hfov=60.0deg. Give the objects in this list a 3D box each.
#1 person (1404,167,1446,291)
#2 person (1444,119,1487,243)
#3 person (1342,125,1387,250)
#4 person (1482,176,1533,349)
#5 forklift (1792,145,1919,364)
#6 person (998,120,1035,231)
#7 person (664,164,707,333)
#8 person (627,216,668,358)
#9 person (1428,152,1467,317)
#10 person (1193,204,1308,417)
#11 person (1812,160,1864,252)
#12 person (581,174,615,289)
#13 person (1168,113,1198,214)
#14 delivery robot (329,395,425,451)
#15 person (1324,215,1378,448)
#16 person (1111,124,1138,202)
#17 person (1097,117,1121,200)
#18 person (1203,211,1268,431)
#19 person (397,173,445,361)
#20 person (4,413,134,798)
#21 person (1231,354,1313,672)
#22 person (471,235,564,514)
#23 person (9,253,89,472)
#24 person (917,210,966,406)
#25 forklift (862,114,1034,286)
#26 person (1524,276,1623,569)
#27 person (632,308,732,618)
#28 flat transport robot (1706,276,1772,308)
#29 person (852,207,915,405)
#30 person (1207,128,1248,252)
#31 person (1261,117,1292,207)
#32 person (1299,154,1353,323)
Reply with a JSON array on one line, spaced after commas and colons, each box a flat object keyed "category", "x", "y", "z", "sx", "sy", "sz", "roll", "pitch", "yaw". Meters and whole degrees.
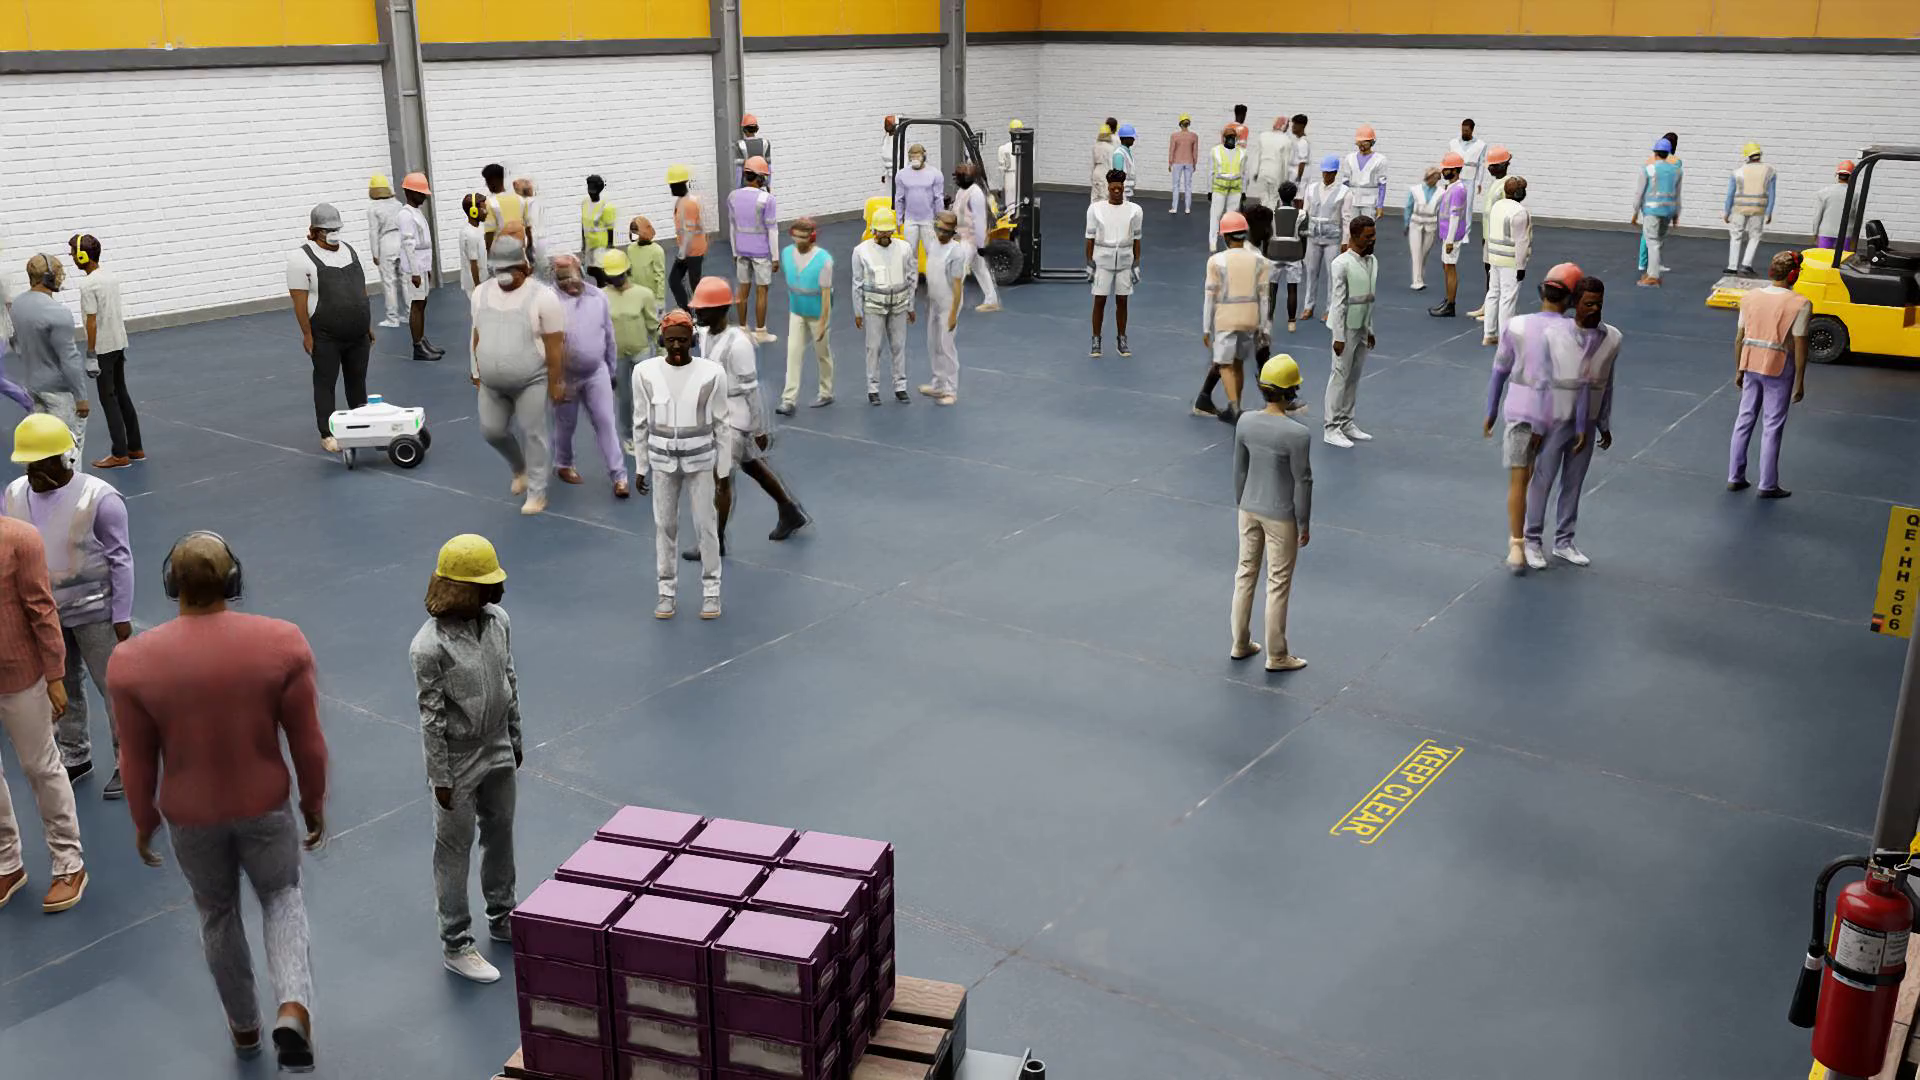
[{"category": "person", "x": 6.028, "y": -4.020, "z": 21.547, "sx": 0.532, "sy": 1.585, "sz": 0.841, "roll": 3, "pitch": 18, "yaw": 11}, {"category": "person", "x": 7.886, "y": -5.614, "z": 26.024, "sx": 0.590, "sy": 1.913, "sz": 0.399, "roll": 9, "pitch": 20, "yaw": 26}, {"category": "person", "x": 5.444, "y": -4.573, "z": 22.556, "sx": 0.615, "sy": 2.041, "sz": 0.376, "roll": 12, "pitch": 21, "yaw": 33}, {"category": "person", "x": 5.901, "y": -2.974, "z": 17.877, "sx": 0.429, "sy": 1.846, "sz": 0.625, "roll": -5, "pitch": 18, "yaw": -14}, {"category": "forklift", "x": 9.803, "y": -2.879, "z": 17.013, "sx": 2.313, "sy": 2.155, "sz": 1.214, "roll": 12, "pitch": 21, "yaw": 33}, {"category": "person", "x": 0.853, "y": -5.439, "z": 25.454, "sx": 0.584, "sy": 1.928, "sz": 0.367, "roll": -5, "pitch": 18, "yaw": -16}, {"category": "person", "x": -3.095, "y": -3.247, "z": 18.636, "sx": 0.584, "sy": 1.899, "sz": 0.584, "roll": -8, "pitch": 19, "yaw": -23}, {"category": "person", "x": -3.064, "y": -2.364, "z": 16.331, "sx": 0.500, "sy": 1.624, "sz": 0.306, "roll": 13, "pitch": 22, "yaw": 35}, {"category": "person", "x": 5.811, "y": -3.629, "z": 19.794, "sx": 0.389, "sy": 1.930, "sz": 0.544, "roll": 3, "pitch": 18, "yaw": 10}, {"category": "person", "x": 2.584, "y": -2.017, "z": 14.782, "sx": 1.027, "sy": 1.907, "sz": 0.634, "roll": 4, "pitch": 18, "yaw": 13}, {"category": "person", "x": 10.930, "y": -3.842, "z": 20.738, "sx": 0.559, "sy": 1.752, "sz": 0.325, "roll": 9, "pitch": 20, "yaw": 26}, {"category": "person", "x": -4.268, "y": -3.548, "z": 19.925, "sx": 0.550, "sy": 1.680, "sz": 0.589, "roll": 14, "pitch": 23, "yaw": 38}, {"category": "person", "x": 3.989, "y": -6.729, "z": 29.769, "sx": 0.531, "sy": 1.755, "sz": 0.343, "roll": -3, "pitch": 18, "yaw": -9}, {"category": "delivery robot", "x": -4.697, "y": -0.928, "z": 13.410, "sx": 0.707, "sy": 0.478, "sz": 0.477, "roll": -3, "pitch": 18, "yaw": -9}, {"category": "person", "x": 3.285, "y": -1.756, "z": 13.948, "sx": 0.392, "sy": 1.920, "sz": 0.589, "roll": 15, "pitch": 23, "yaw": 39}, {"category": "person", "x": 2.377, "y": -5.060, "z": 24.233, "sx": 0.398, "sy": 1.949, "sz": 0.604, "roll": 6, "pitch": 19, "yaw": 17}, {"category": "person", "x": 2.491, "y": -6.037, "z": 27.466, "sx": 0.564, "sy": 1.842, "sz": 0.442, "roll": 6, "pitch": 19, "yaw": 17}, {"category": "person", "x": 2.401, "y": -1.854, "z": 14.306, "sx": 0.579, "sy": 1.898, "sz": 0.838, "roll": -4, "pitch": 18, "yaw": -11}, {"category": "person", "x": -5.621, "y": -2.842, "z": 17.331, "sx": 0.375, "sy": 1.927, "sz": 0.543, "roll": -2, "pitch": 18, "yaw": -7}, {"category": "person", "x": -4.081, "y": 0.307, "z": 7.638, "sx": 0.587, "sy": 1.830, "sz": 0.403, "roll": 3, "pitch": 18, "yaw": 8}, {"category": "person", "x": 1.719, "y": -0.145, "z": 9.151, "sx": 0.307, "sy": 1.772, "sz": 0.526, "roll": -14, "pitch": 22, "yaw": -37}, {"category": "person", "x": -3.204, "y": -1.202, "z": 12.016, "sx": 0.688, "sy": 2.000, "sz": 0.557, "roll": 3, "pitch": 18, "yaw": 11}, {"category": "person", "x": -6.379, "y": -1.059, "z": 11.762, "sx": 0.636, "sy": 1.928, "sz": 0.387, "roll": 11, "pitch": 21, "yaw": 32}, {"category": "person", "x": -0.176, "y": -2.141, "z": 15.350, "sx": 0.323, "sy": 1.814, "sz": 0.682, "roll": -11, "pitch": 21, "yaw": -32}, {"category": "forklift", "x": -0.171, "y": -4.594, "z": 22.377, "sx": 2.313, "sy": 2.155, "sz": 1.214, "roll": 1, "pitch": 18, "yaw": 3}, {"category": "person", "x": 3.984, "y": -0.771, "z": 10.865, "sx": 0.590, "sy": 1.919, "sz": 0.397, "roll": -4, "pitch": 18, "yaw": -13}, {"category": "person", "x": -1.647, "y": -0.446, "z": 9.917, "sx": 0.579, "sy": 1.880, "sz": 0.349, "roll": 1, "pitch": 18, "yaw": 2}, {"category": "flat transport robot", "x": 9.822, "y": -3.106, "z": 20.832, "sx": 0.652, "sy": 0.197, "sz": 1.431, "roll": 11, "pitch": 21, "yaw": 30}, {"category": "person", "x": -0.697, "y": -2.152, "z": 15.352, "sx": 0.601, "sy": 1.819, "sz": 0.403, "roll": -7, "pitch": 19, "yaw": -20}, {"category": "person", "x": 4.014, "y": -5.253, "z": 25.010, "sx": 0.619, "sy": 1.845, "sz": 0.430, "roll": -2, "pitch": 18, "yaw": -5}, {"category": "person", "x": 5.425, "y": -6.346, "z": 28.553, "sx": 0.522, "sy": 1.768, "sz": 0.312, "roll": -2, "pitch": 18, "yaw": -7}, {"category": "person", "x": 4.266, "y": -3.517, "z": 19.430, "sx": 0.609, "sy": 1.943, "sz": 0.409, "roll": 13, "pitch": 22, "yaw": 34}]
